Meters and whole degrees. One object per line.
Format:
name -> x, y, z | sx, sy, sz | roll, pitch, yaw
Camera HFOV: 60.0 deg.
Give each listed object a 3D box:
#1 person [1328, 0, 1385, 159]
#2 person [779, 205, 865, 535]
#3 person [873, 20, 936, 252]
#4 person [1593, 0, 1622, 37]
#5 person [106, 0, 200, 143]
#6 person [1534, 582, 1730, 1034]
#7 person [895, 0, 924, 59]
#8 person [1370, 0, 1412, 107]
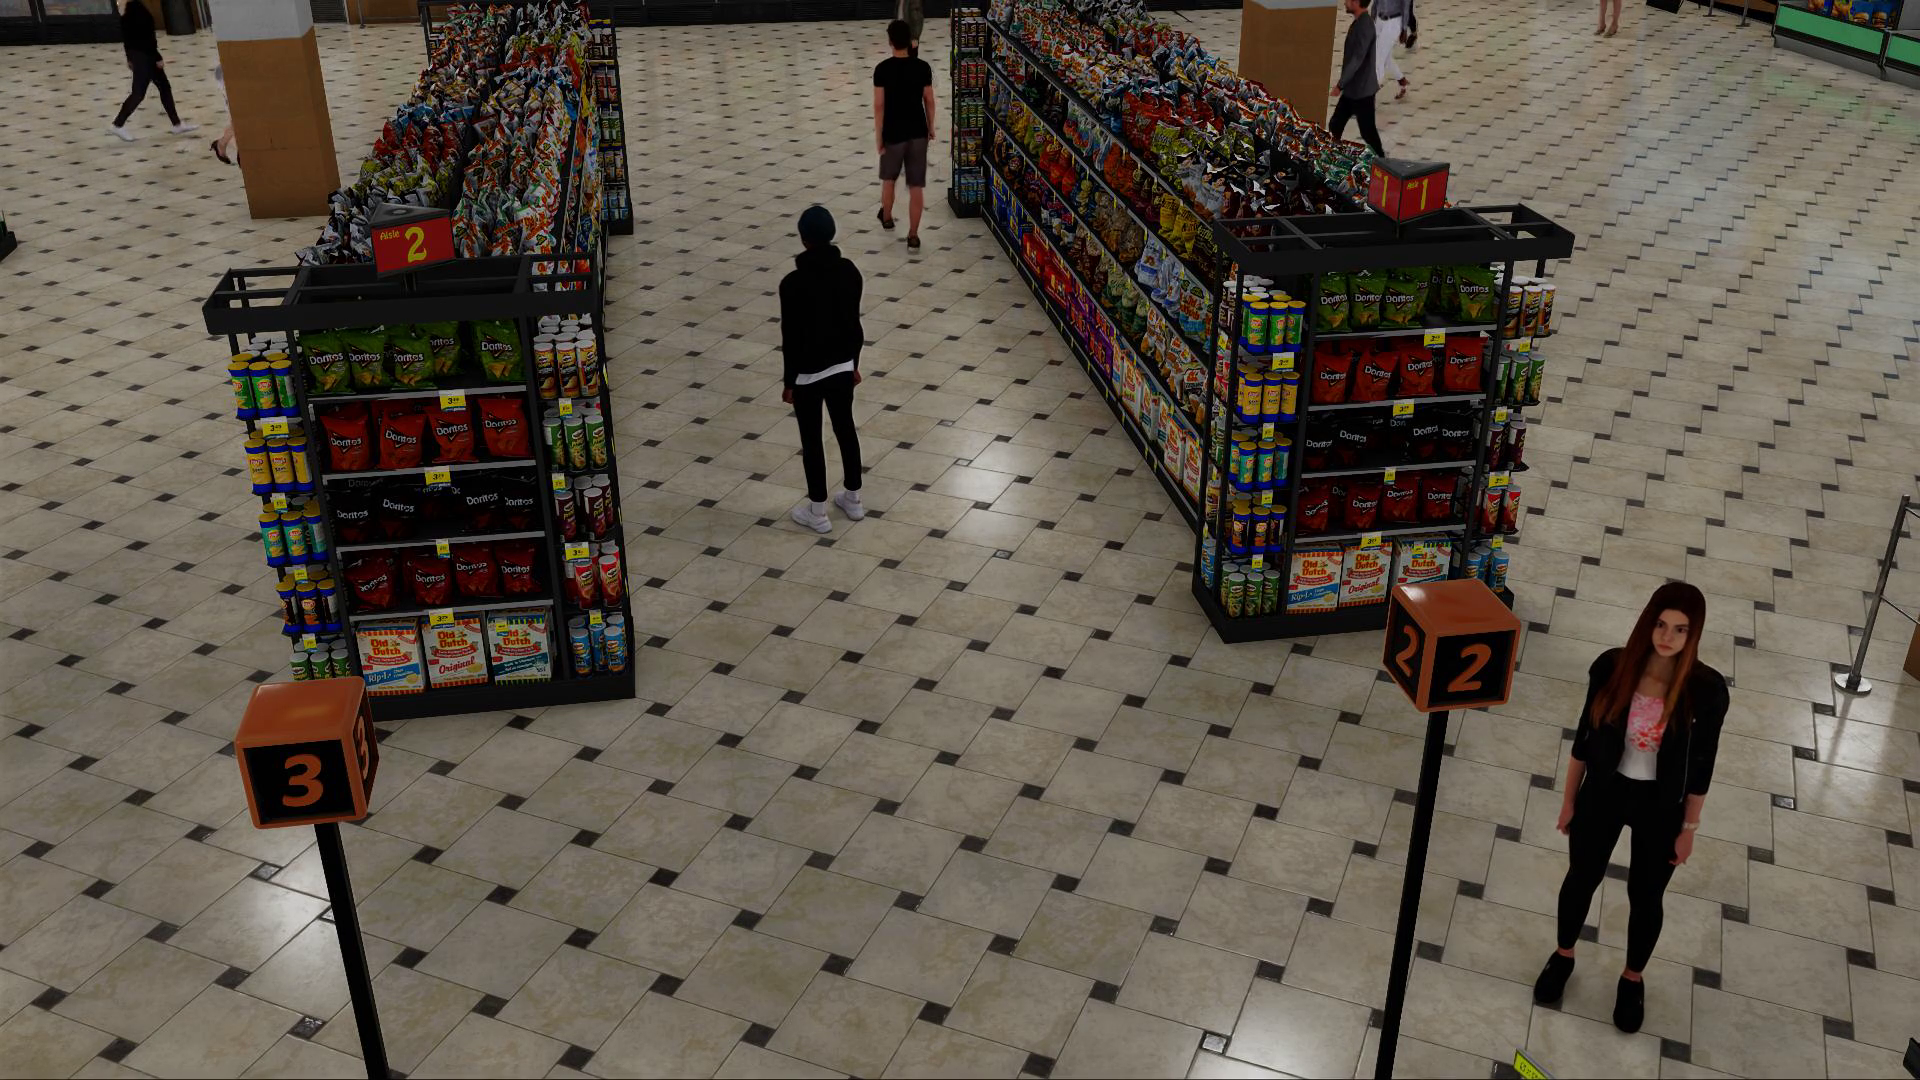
person -> 3.788, -4.158, 15.438 | 0.917, 1.815, 1.151 | 2, 27, 3
person -> -0.748, -0.931, 9.072 | 0.758, 1.817, 0.746 | -20, 33, -34
person -> -0.442, -3.294, 13.723 | 0.705, 1.823, 1.081 | -3, 27, -6
person -> 8.887, -7.649, 22.451 | 0.827, 1.698, 0.782 | -15, 31, -27
person -> -8.513, -4.924, 17.130 | 1.035, 1.651, 1.161 | -20, 33, -34
person -> 2.279, 0.882, 5.618 | 0.675, 1.708, 0.729 | 16, 31, 29
person -> -0.587, -5.700, 18.852 | 0.713, 1.475, 0.578 | -18, 32, -31
person -> 4.862, -5.718, 18.654 | 1.001, 1.687, 1.187 | -18, 32, -31
